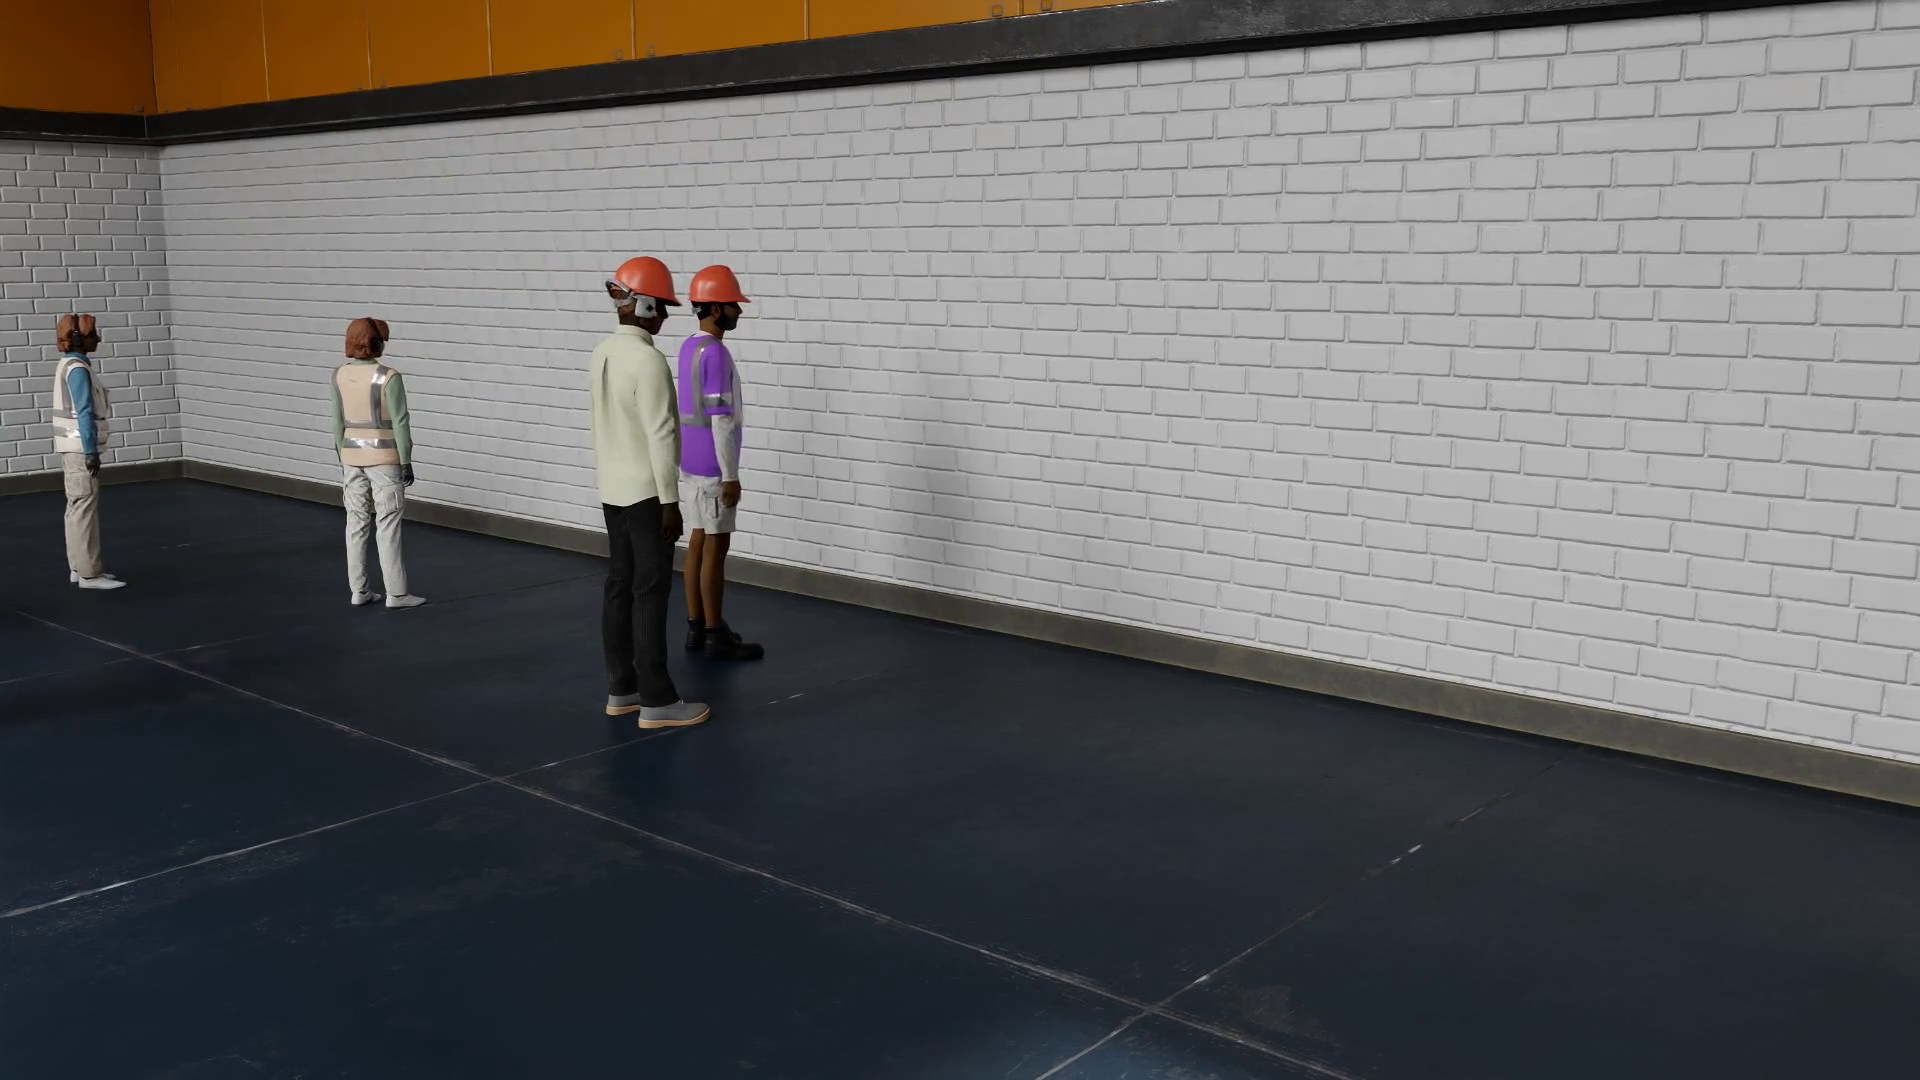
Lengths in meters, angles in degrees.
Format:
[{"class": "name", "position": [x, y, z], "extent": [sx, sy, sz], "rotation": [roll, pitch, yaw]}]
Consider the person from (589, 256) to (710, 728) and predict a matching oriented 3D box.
[{"class": "person", "position": [-1.343, -0.200, 7.075], "extent": [0.391, 1.986, 0.609], "rotation": [-8, 13, -37]}]

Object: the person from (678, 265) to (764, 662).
[{"class": "person", "position": [-1.201, -0.376, 8.211], "extent": [0.374, 1.939, 0.545], "rotation": [-4, 11, -24]}]

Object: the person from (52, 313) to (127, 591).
[{"class": "person", "position": [-5.209, -0.522, 9.893], "extent": [0.315, 1.640, 0.515], "rotation": [-7, 12, -34]}]

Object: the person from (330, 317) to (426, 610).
[{"class": "person", "position": [-3.285, -0.422, 9.323], "extent": [0.514, 1.641, 0.309], "rotation": [4, 11, 22]}]
